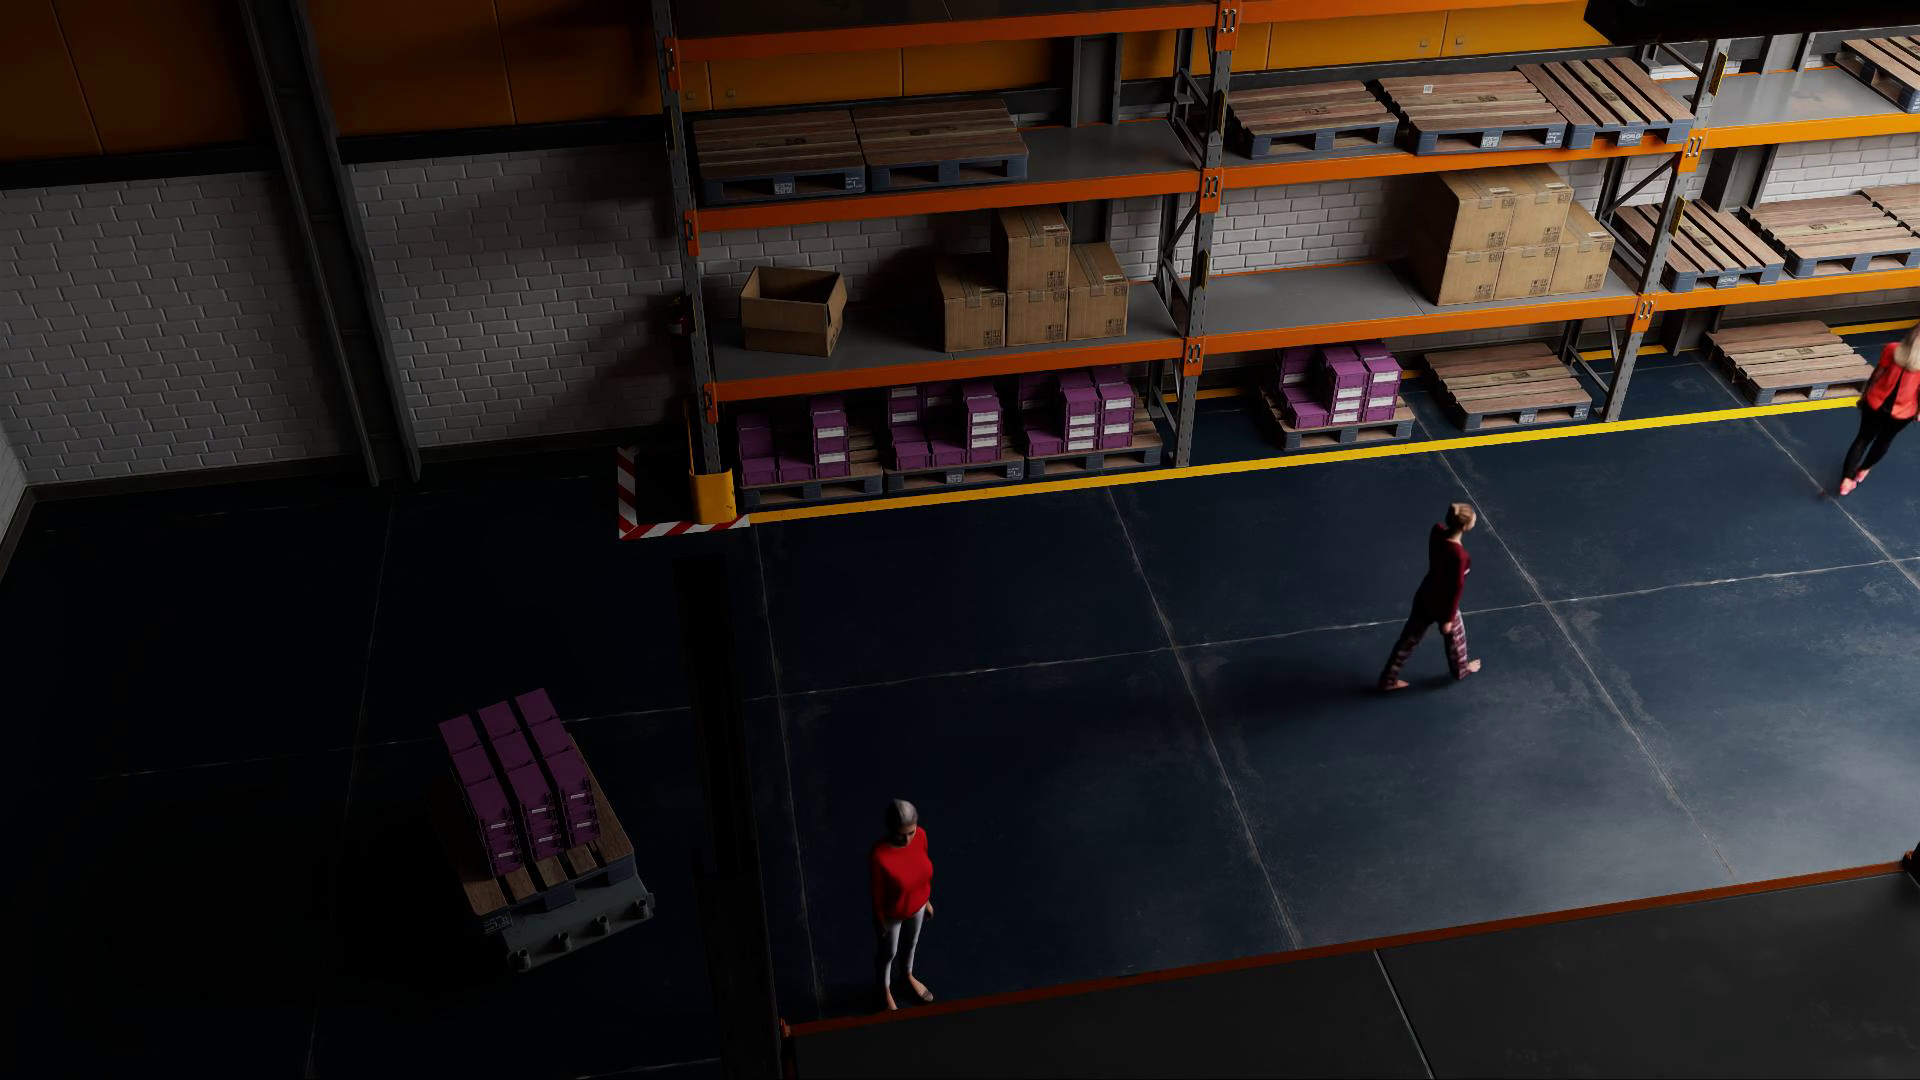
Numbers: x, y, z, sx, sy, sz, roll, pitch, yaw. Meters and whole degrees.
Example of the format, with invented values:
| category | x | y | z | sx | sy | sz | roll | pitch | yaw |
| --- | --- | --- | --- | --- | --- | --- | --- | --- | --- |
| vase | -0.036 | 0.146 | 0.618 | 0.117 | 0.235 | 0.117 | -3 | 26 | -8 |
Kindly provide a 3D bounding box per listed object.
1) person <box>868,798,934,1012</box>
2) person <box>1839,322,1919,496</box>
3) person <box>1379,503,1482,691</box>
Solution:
| category | x | y | z | sx | sy | sz | roll | pitch | yaw |
| --- | --- | --- | --- | --- | --- | --- | --- | --- | --- |
| person | -0.350 | 2.116 | 9.622 | 0.596 | 1.697 | 0.691 | -25 | 45 | -28 |
| person | 7.585 | -1.054 | 13.624 | 0.907 | 1.655 | 0.983 | 29 | 47 | 32 |
| person | 3.313 | 0.436 | 11.757 | 1.066 | 1.657 | 0.732 | -11 | 40 | -13 |
